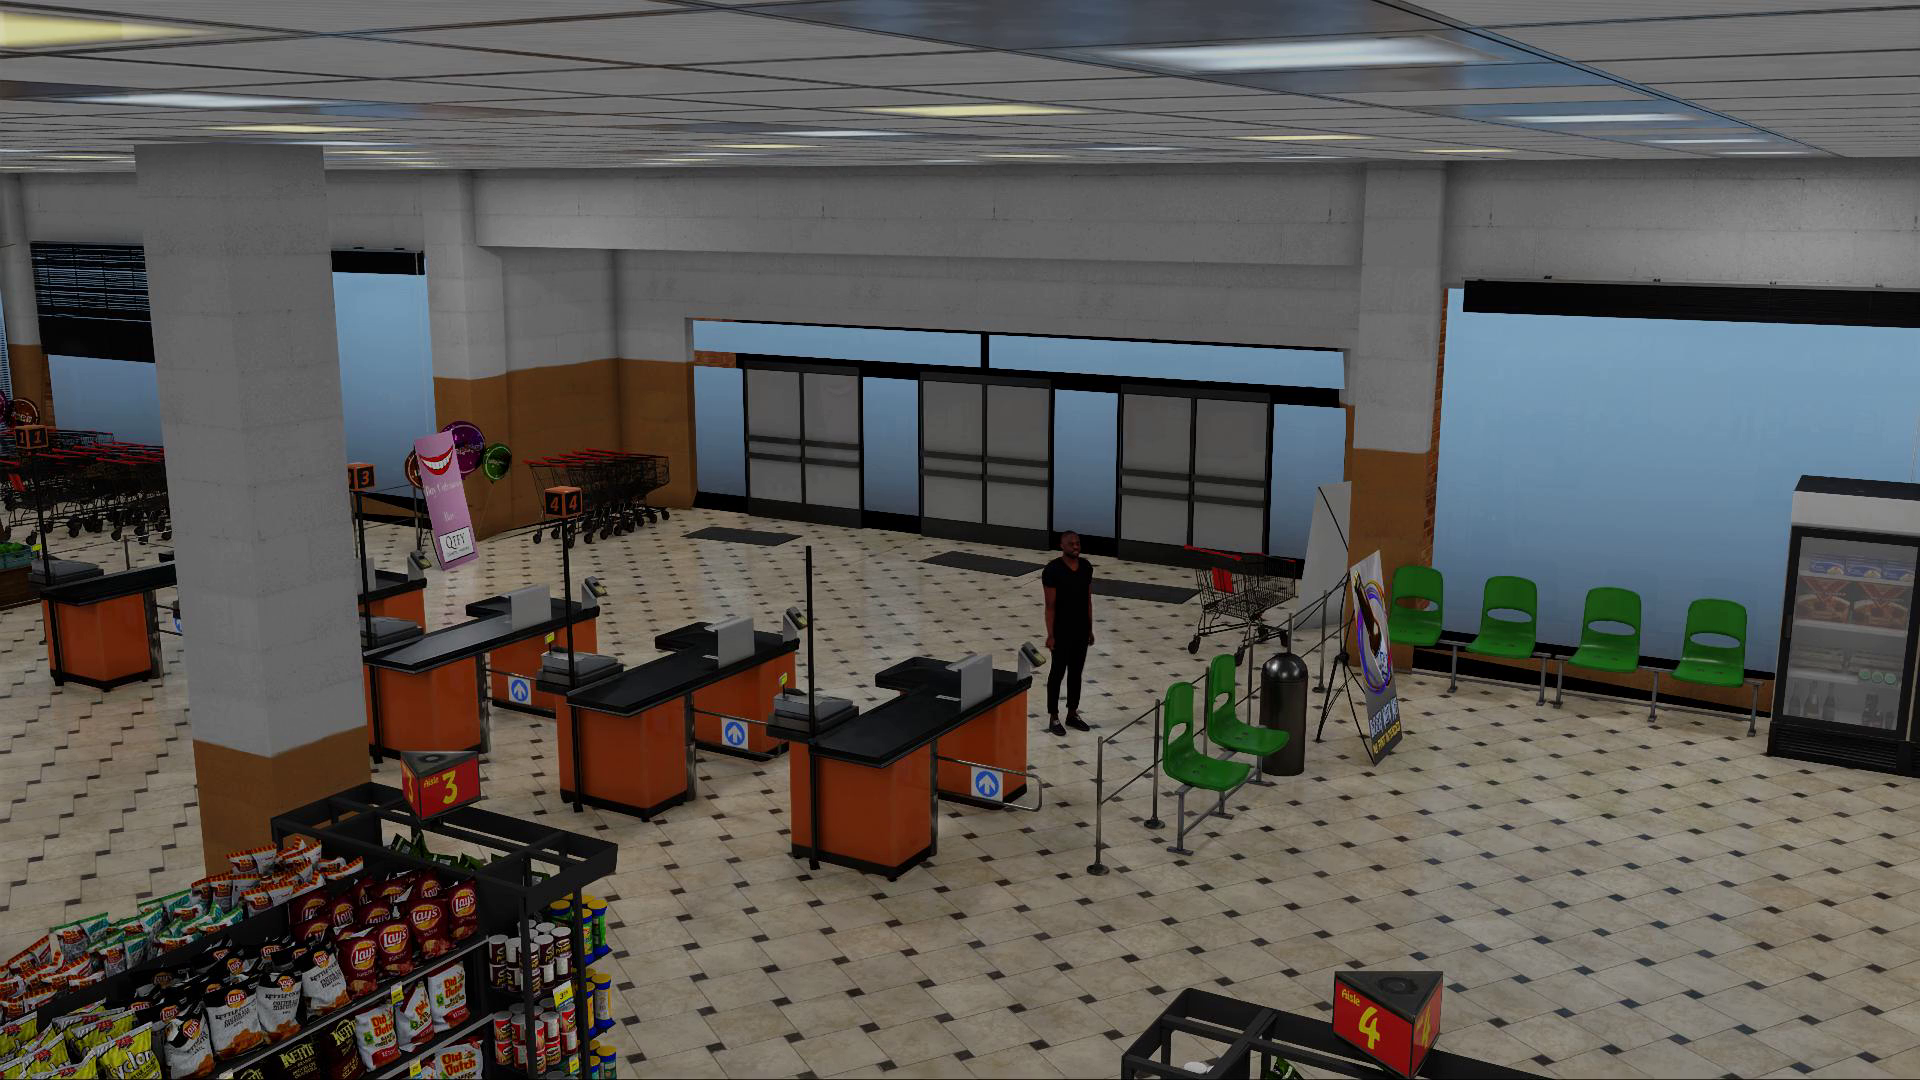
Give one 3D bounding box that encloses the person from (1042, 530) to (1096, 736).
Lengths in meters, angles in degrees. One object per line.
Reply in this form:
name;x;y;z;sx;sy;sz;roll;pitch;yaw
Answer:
person;0.960;0.802;14.727;0.677;1.820;0.810;-7;14;-30
